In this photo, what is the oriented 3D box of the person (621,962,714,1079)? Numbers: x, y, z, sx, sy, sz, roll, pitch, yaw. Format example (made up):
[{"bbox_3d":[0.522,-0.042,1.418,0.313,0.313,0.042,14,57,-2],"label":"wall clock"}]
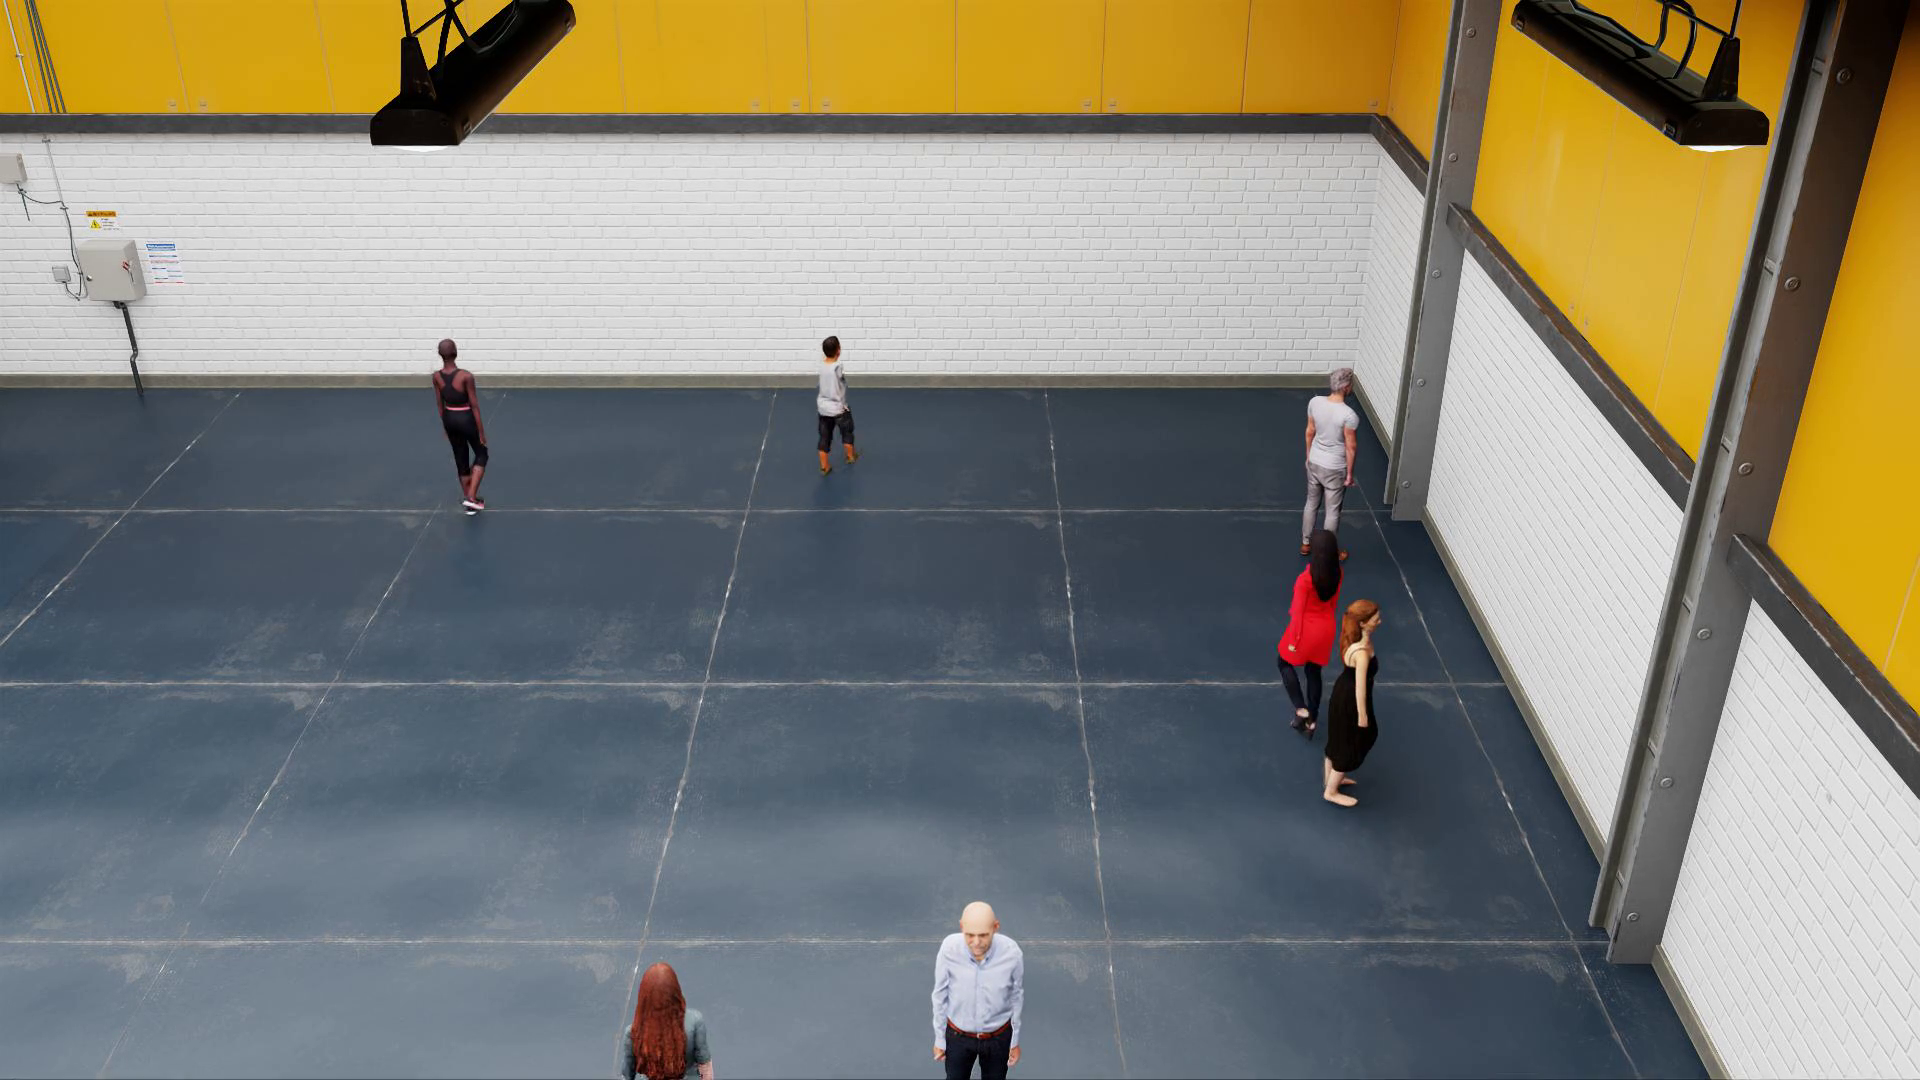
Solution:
[{"bbox_3d":[-1.433,2.911,8.357,0.856,1.697,1.184,-10,30,-17],"label":"person"}]

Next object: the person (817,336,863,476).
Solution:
[{"bbox_3d":[-1.293,-1.344,16.431,0.773,1.435,0.923,11,31,20],"label":"person"}]

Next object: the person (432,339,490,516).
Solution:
[{"bbox_3d":[-4.675,-1.004,15.476,0.661,1.753,0.733,5,29,9],"label":"person"}]

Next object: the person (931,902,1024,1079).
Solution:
[{"bbox_3d":[0.093,2.622,8.789,0.629,1.792,0.558,-1,29,-1],"label":"person"}]

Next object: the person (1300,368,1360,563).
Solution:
[{"bbox_3d":[3.268,-0.663,14.776,0.823,1.824,0.733,-22,35,-34],"label":"person"}]

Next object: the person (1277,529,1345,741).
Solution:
[{"bbox_3d":[2.650,0.750,12.278,0.754,1.736,0.786,-16,33,-27],"label":"person"}]

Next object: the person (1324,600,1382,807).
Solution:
[{"bbox_3d":[2.733,1.128,11.703,0.658,1.622,0.537,4,29,7],"label":"person"}]
